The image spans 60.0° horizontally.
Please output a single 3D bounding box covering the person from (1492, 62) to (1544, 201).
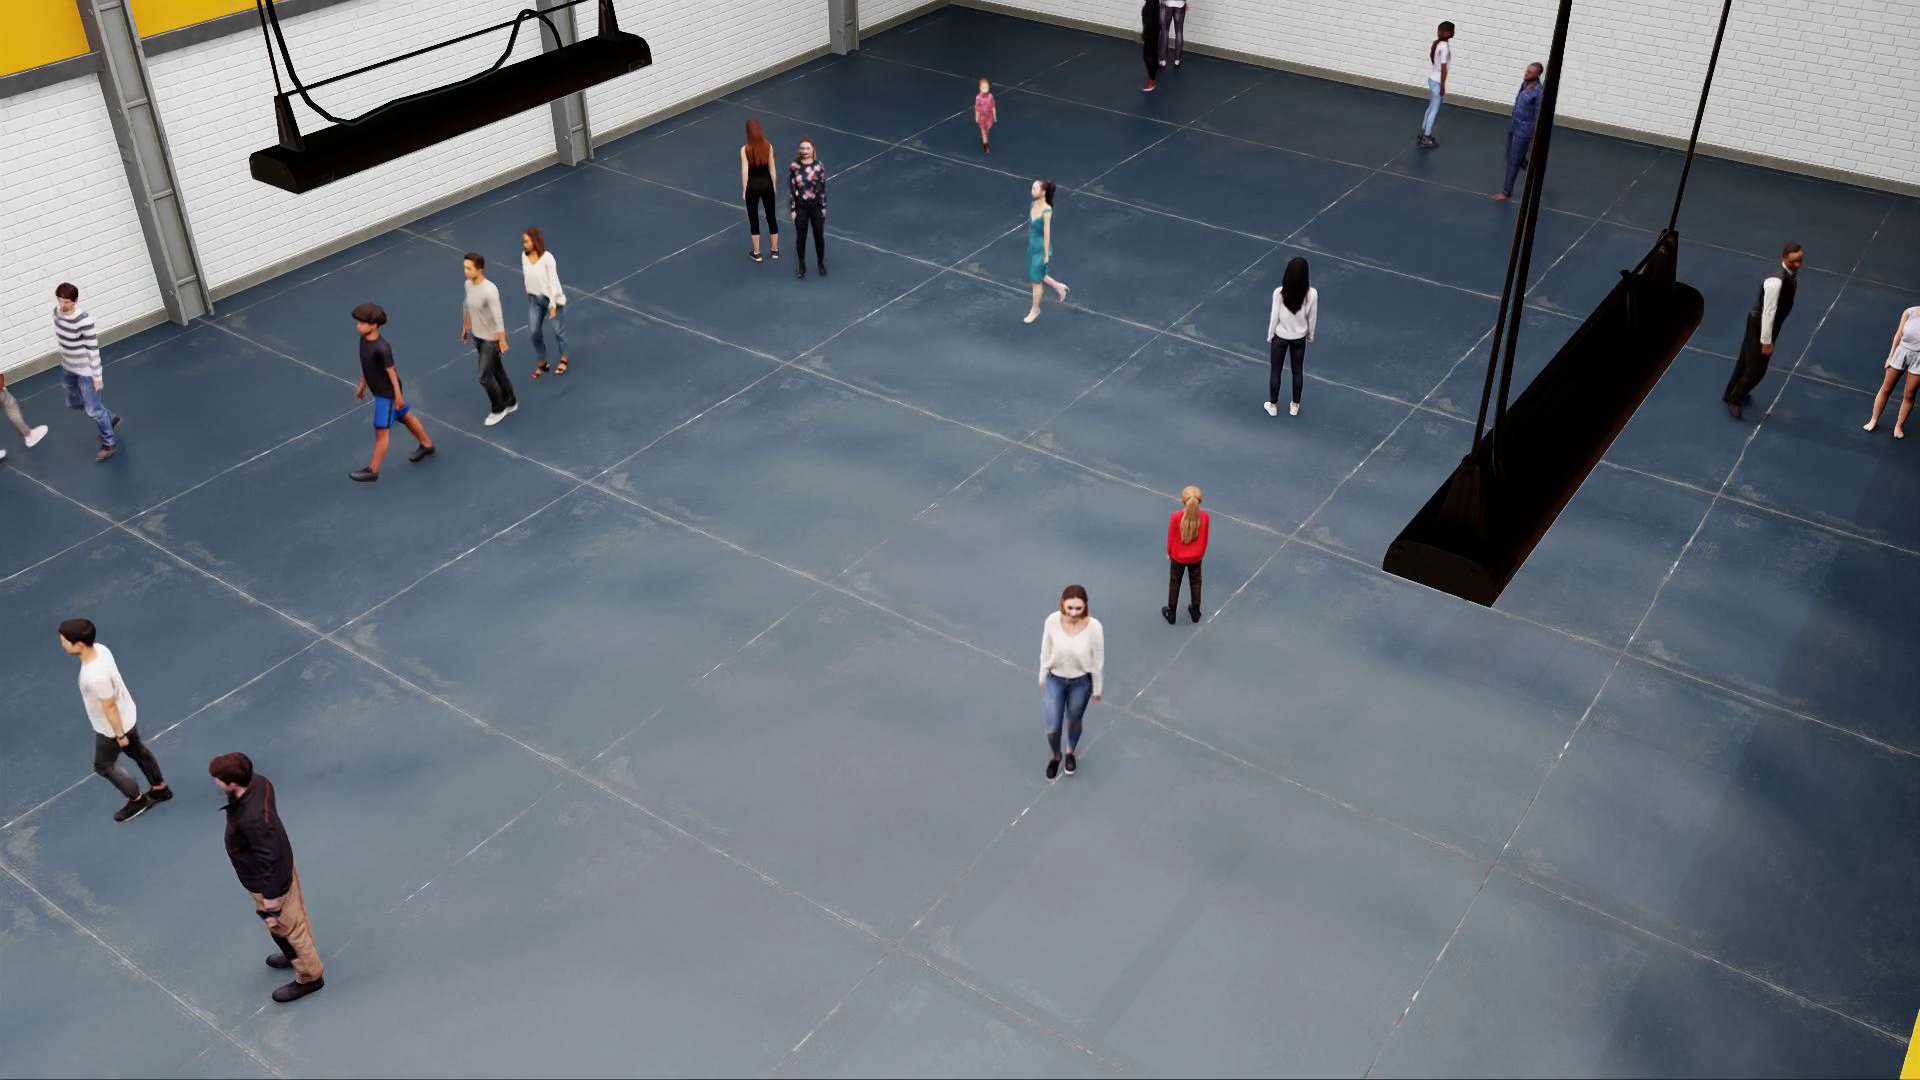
[{"bbox_3d":[7.316,-5.259,21.397,1.032,1.802,0.982,-5,34,-8],"label":"person"}]

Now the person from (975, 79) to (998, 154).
[{"bbox_3d":[0.352,-5.917,23.109,0.713,1.002,0.755,-7,34,-10],"label":"person"}]

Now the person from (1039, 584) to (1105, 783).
[{"bbox_3d":[0.802,0.985,12.116,0.735,1.677,0.752,6,34,8],"label":"person"}]

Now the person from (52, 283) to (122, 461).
[{"bbox_3d":[-8.410,-1.655,15.960,0.754,1.819,0.769,25,41,32],"label":"person"}]

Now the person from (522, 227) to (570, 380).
[{"bbox_3d":[-4.270,-2.529,17.411,0.703,1.668,0.756,13,36,18],"label":"person"}]

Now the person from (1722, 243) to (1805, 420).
[{"bbox_3d":[8.018,-2.133,16.619,0.833,1.884,0.553,11,35,16],"label":"person"}]

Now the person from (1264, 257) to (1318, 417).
[{"bbox_3d":[3.298,-2.038,16.643,0.706,1.700,0.737,-1,34,-2],"label":"person"}]

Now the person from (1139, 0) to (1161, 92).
[{"bbox_3d":[2.925,-7.680,25.183,0.863,1.643,0.614,18,37,25],"label":"person"}]

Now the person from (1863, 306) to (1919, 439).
[{"bbox_3d":[9.351,-1.782,16.348,0.560,1.600,0.568,20,38,27],"label":"person"}]

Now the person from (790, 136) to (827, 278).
[{"bbox_3d":[-1.771,-3.908,19.471,0.645,1.684,0.691,-4,34,-5],"label":"person"}]

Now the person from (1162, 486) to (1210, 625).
[{"bbox_3d":[1.878,0.118,13.779,0.565,1.281,0.616,-3,34,-4],"label":"person"}]

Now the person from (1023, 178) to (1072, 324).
[{"bbox_3d":[0.956,-3.202,18.418,0.904,1.674,0.772,-14,36,-21],"label":"person"}]

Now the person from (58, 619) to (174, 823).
[{"bbox_3d":[-5.880,1.229,11.723,0.799,1.706,0.761,-11,35,-16],"label":"person"}]

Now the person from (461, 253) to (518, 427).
[{"bbox_3d":[-4.629,-2.059,16.588,0.740,1.797,0.716,-28,42,-35],"label":"person"}]

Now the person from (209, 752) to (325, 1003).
[{"bbox_3d":[-4.268,2.053,10.289,0.801,1.921,0.792,-13,36,-18],"label":"person"}]

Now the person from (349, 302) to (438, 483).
[{"bbox_3d":[-5.340,-1.436,15.692,1.207,1.750,0.796,-25,41,-33],"label":"person"}]

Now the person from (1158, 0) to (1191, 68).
[{"bbox_3d":[3.335,-8.357,26.038,0.780,1.823,0.820,-3,34,-4],"label":"person"}]

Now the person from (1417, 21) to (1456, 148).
[{"bbox_3d":[6.628,-6.338,23.095,0.716,1.719,0.606,3,34,5],"label":"person"}]

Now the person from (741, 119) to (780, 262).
[{"bbox_3d":[-2.393,-4.179,19.845,0.614,1.721,0.706,-11,35,-16],"label":"person"}]
